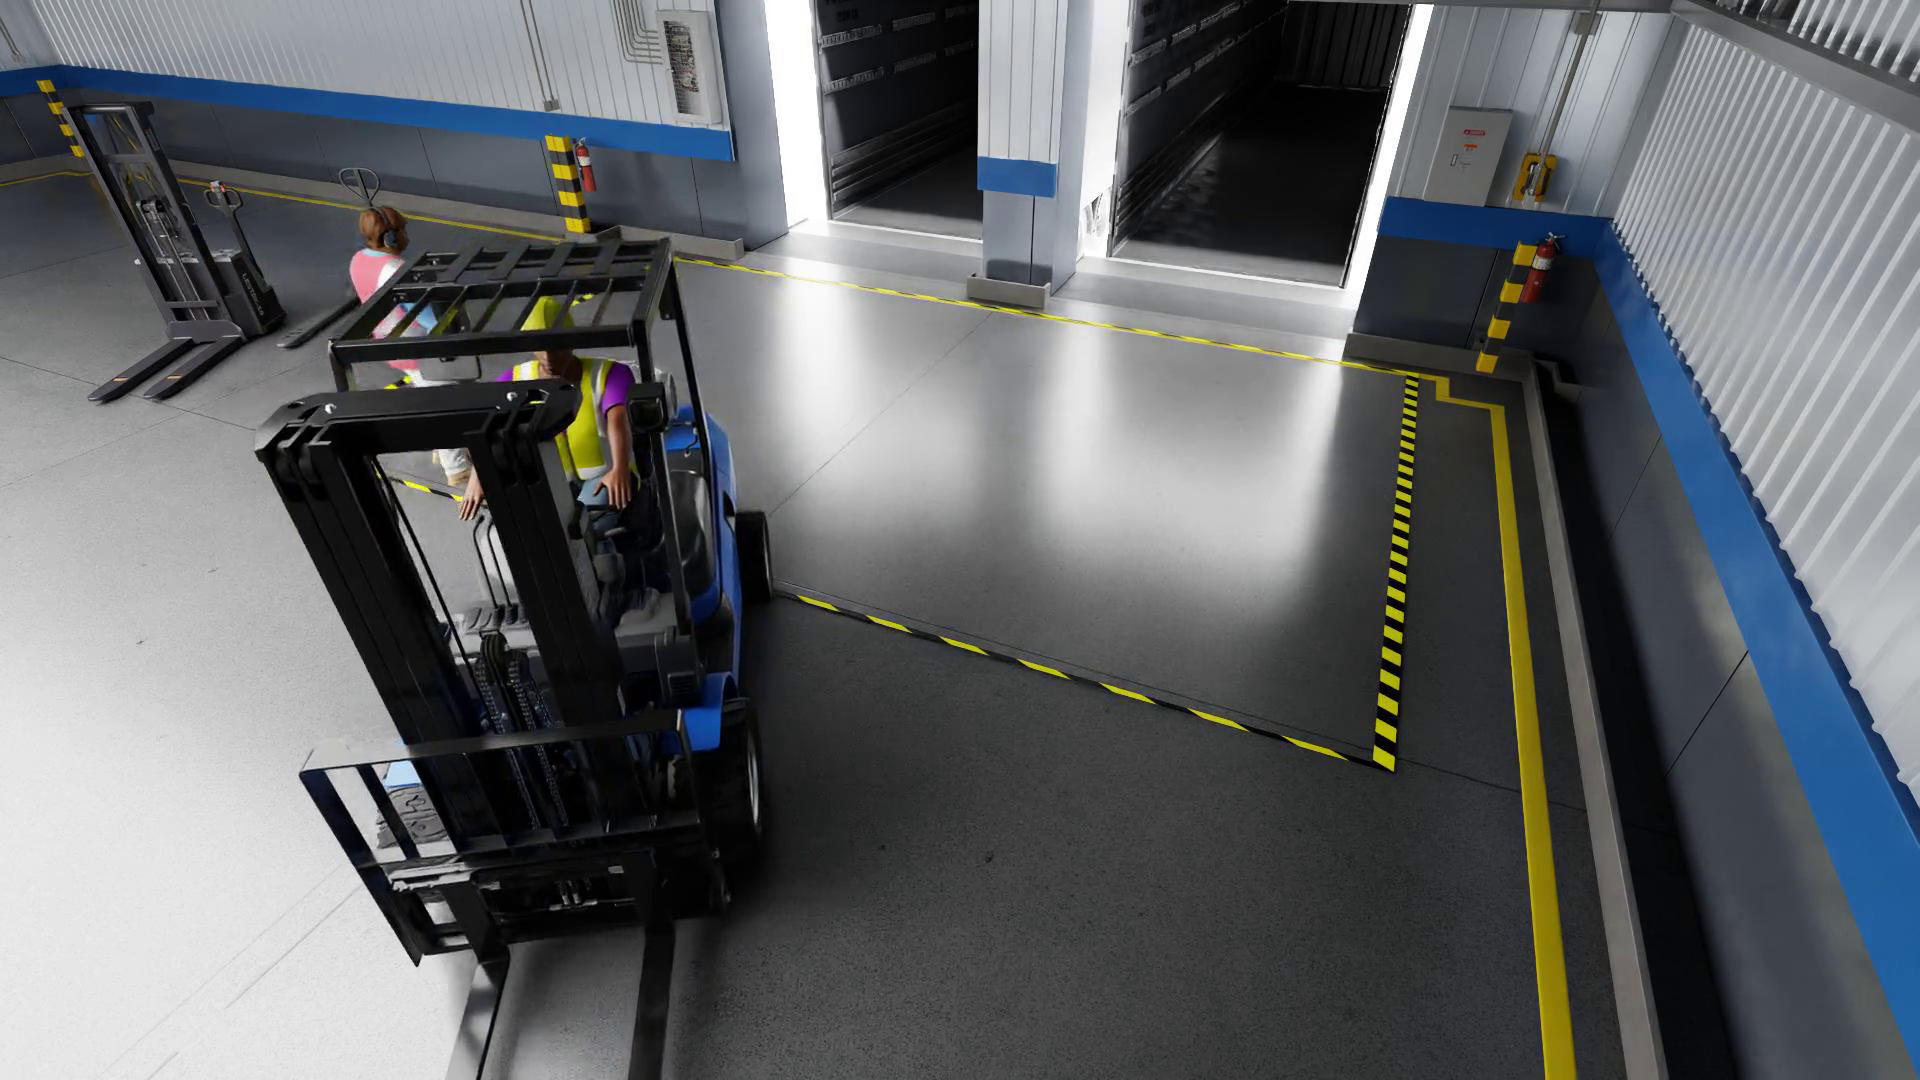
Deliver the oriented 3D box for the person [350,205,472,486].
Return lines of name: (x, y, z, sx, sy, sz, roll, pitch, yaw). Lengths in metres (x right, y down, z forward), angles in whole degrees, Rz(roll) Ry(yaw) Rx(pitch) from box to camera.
person: (-3.425, -1.189, 5.865, 0.634, 1.828, 0.454, 26, 42, 32)

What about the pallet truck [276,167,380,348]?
pallet truck: (-5.732, -2.611, 8.414, 0.680, 1.201, 1.601, -1, 35, -1)

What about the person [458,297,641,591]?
person: (-1.610, -0.218, 3.695, 0.635, 1.293, 1.004, -5, 35, -7)

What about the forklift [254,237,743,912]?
forklift: (-1.612, -0.099, 3.851, 1.157, 2.036, 2.680, -5, 35, -7)

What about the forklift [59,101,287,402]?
forklift: (-6.686, -2.387, 7.434, 0.823, 1.965, 1.885, -3, 35, -5)
